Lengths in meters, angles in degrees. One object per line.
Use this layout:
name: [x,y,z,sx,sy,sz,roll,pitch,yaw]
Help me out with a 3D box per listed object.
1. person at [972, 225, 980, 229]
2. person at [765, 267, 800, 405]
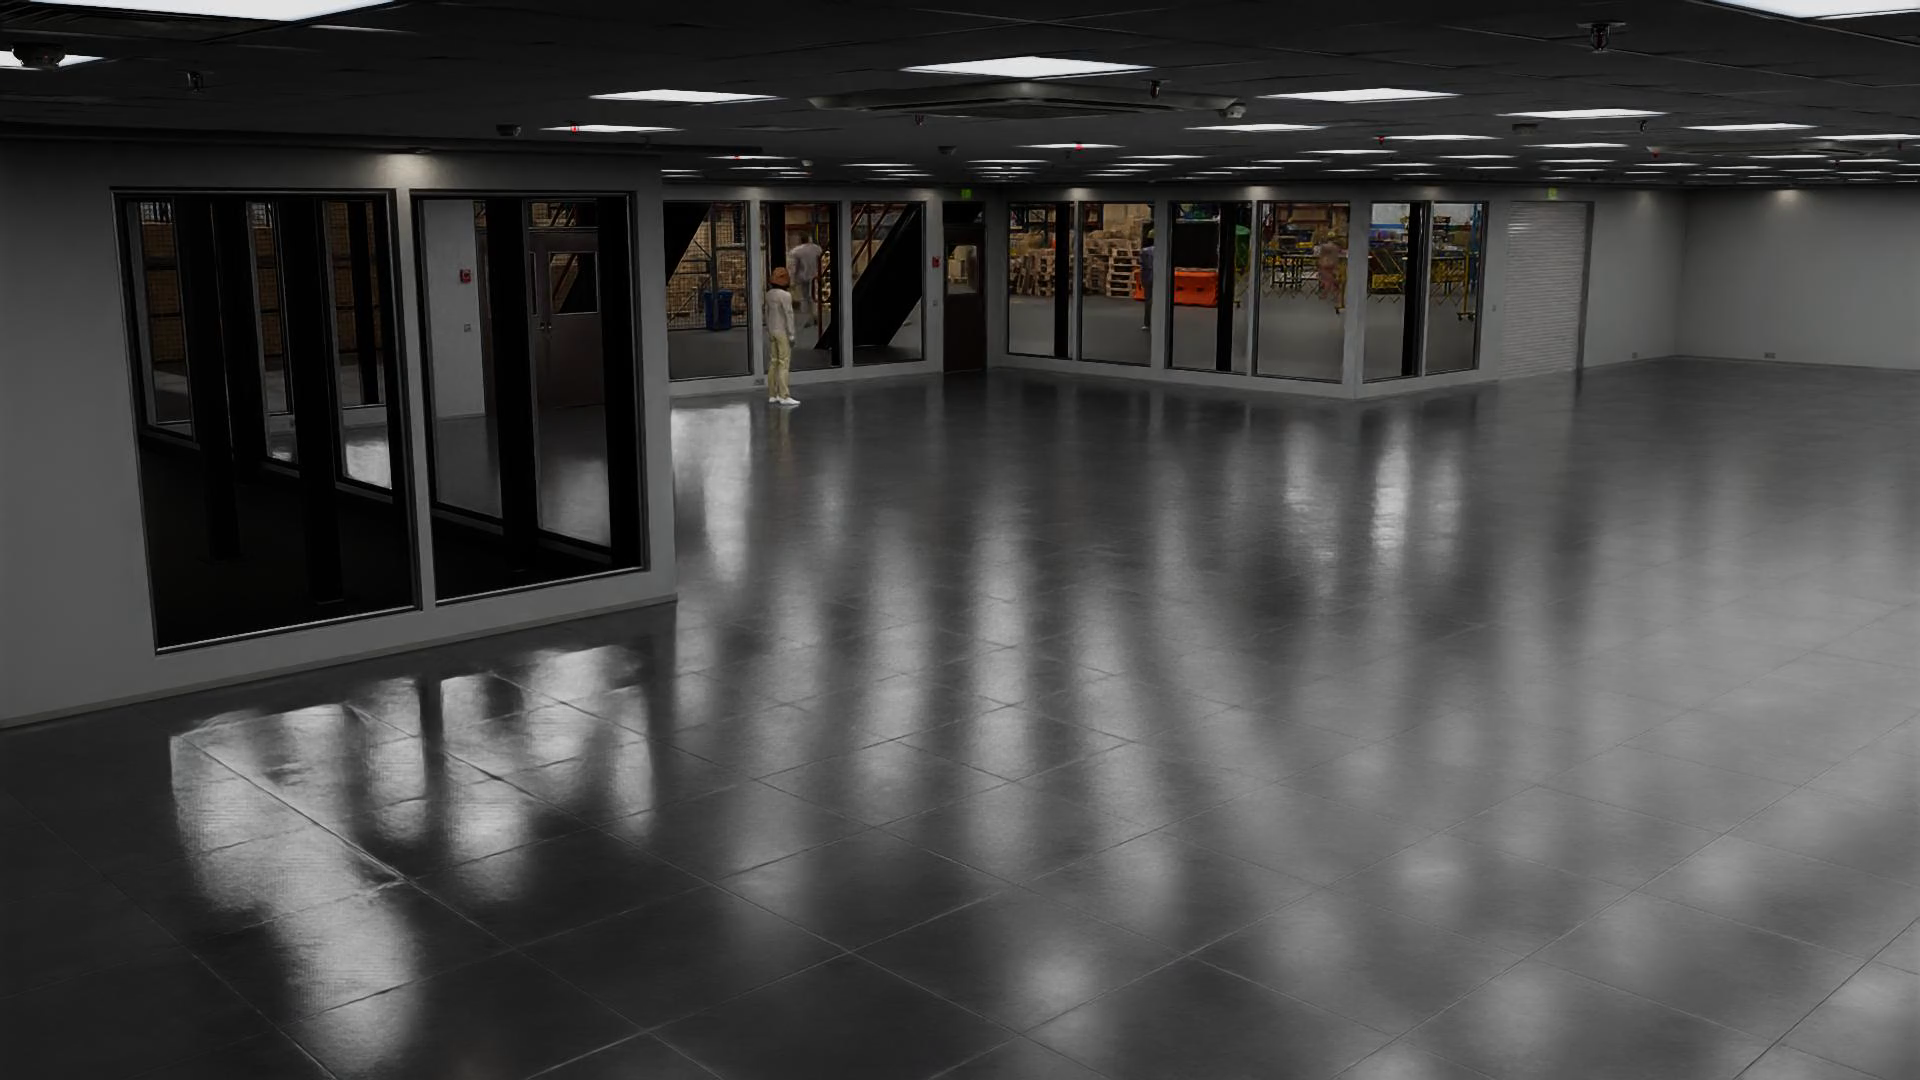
person: [0.416,-6.682,40.122,0.694,2.000,0.543,-7,13,-31]
person: [-2.130,-2.428,19.812,0.274,1.632,0.507,-9,15,-39]
